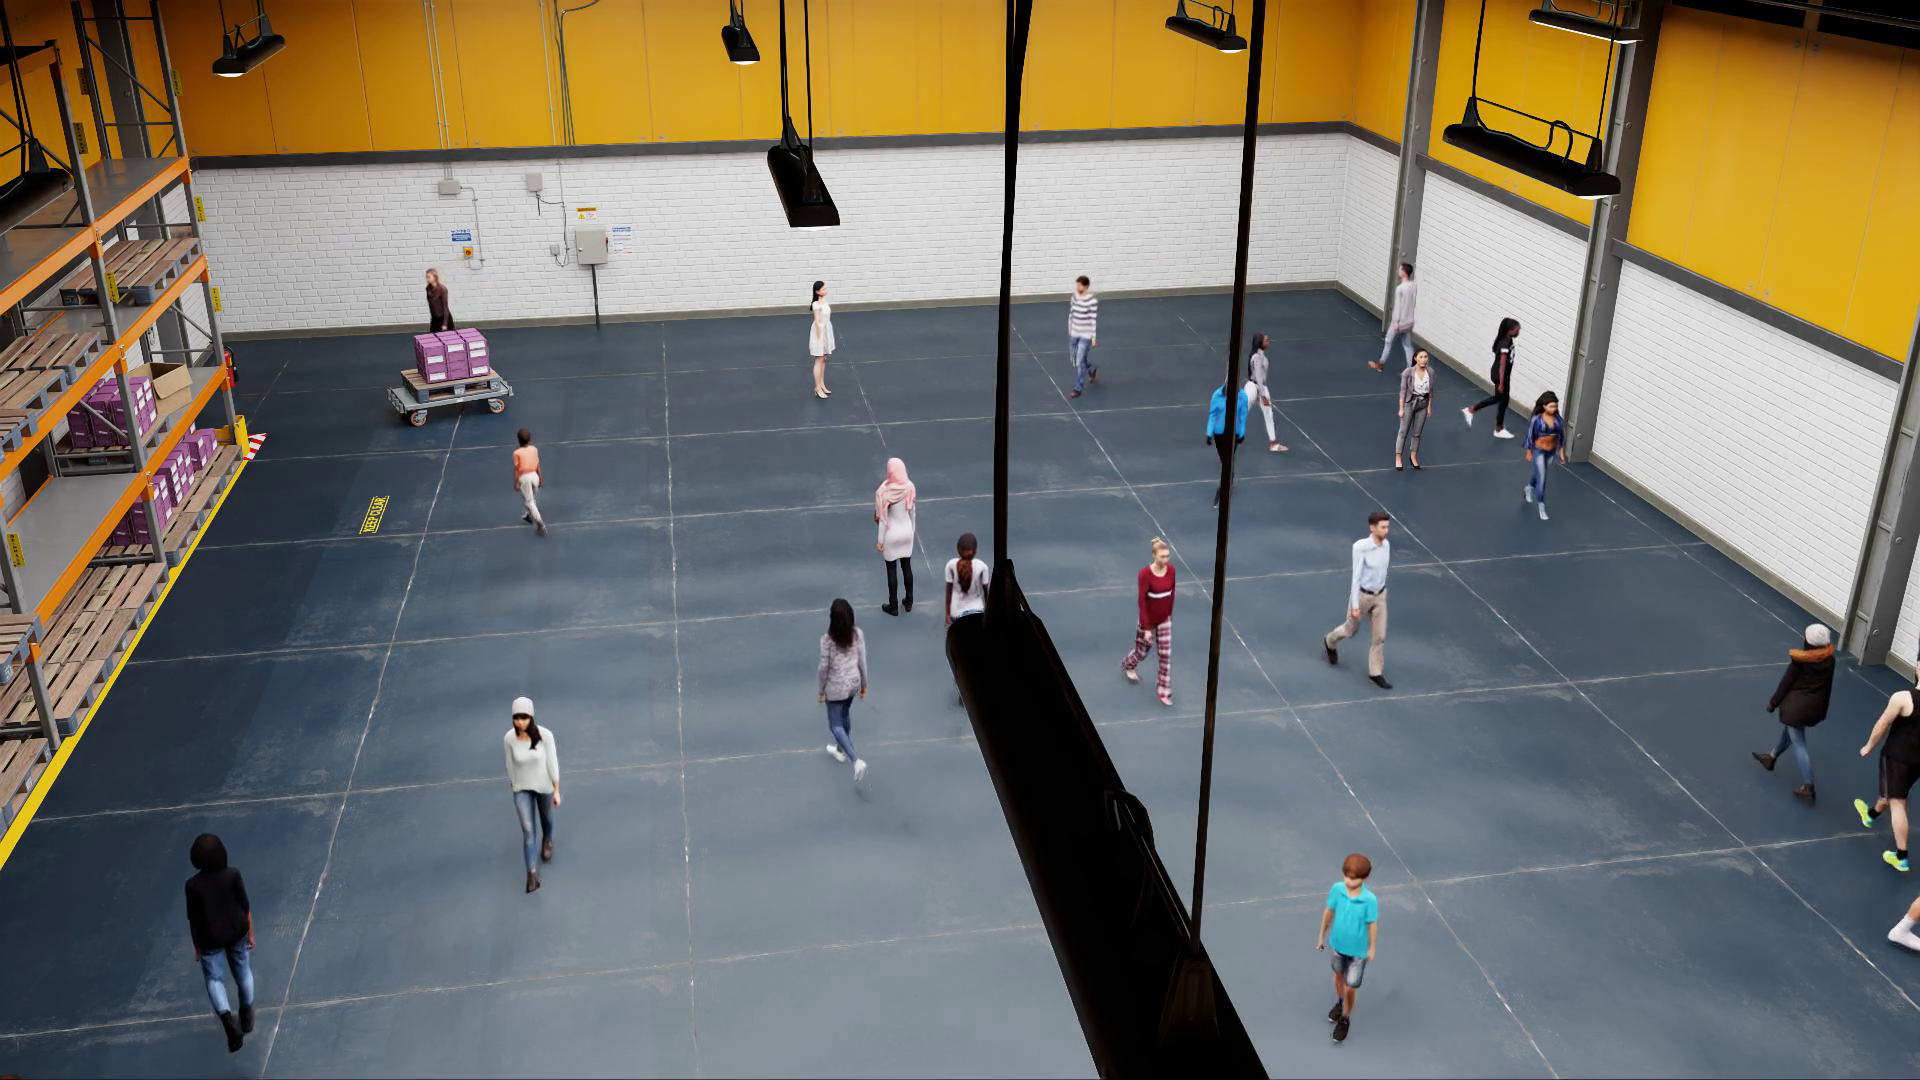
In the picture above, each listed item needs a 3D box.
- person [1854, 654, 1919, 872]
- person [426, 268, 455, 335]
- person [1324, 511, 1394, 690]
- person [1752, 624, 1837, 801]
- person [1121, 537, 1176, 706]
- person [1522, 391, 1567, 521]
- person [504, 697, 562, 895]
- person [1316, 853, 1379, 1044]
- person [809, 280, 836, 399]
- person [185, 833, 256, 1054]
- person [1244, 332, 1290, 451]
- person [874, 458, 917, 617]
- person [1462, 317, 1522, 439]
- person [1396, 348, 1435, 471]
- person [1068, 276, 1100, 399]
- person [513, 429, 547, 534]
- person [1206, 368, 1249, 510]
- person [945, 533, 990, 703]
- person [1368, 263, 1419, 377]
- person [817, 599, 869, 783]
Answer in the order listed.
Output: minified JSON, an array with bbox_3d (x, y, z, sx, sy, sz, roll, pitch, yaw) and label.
[{"bbox_3d":[7.838,1.855,13.734,0.788,1.837,1.237,-1,24,-1],"label":"person"},{"bbox_3d":[-8.048,-3.445,26.059,0.900,1.676,1.000,11,26,23],"label":"person"},{"bbox_3d":[4.040,0.557,16.724,0.851,1.821,1.231,-11,26,-24],"label":"person"},{"bbox_3d":[7.511,1.541,14.754,0.706,1.596,1.082,-7,25,-15],"label":"person"},{"bbox_3d":[1.875,0.770,16.428,0.772,1.668,1.078,-10,25,-21],"label":"person"},{"bbox_3d":[7.268,-1.093,20.796,0.641,1.582,1.049,-3,24,-7],"label":"person"},{"bbox_3d":[-3.481,2.009,13.684,0.562,1.595,1.067,-4,24,-9],"label":"person"},{"bbox_3d":[2.833,2.853,11.953,0.731,1.435,0.783,18,30,36],"label":"person"},{"bbox_3d":[-2.082,-3.026,24.978,0.805,1.774,0.699,5,24,11],"label":"person"},{"bbox_3d":[-5.149,2.841,11.663,0.760,1.690,0.973,-14,27,-28],"label":"person"},{"bbox_3d":[3.946,-1.993,22.740,1.108,1.675,1.214,9,25,20],"label":"person"},{"bbox_3d":[-0.682,-0.041,18.114,0.708,1.804,0.706,-13,27,-27],"label":"person"},{"bbox_3d":[7.505,-2.286,23.349,1.030,1.724,1.051,9,25,19],"label":"person"},{"bbox_3d":[6.065,-1.759,22.200,0.604,1.678,0.570,-4,24,-8],"label":"person"},{"bbox_3d":[1.896,-3.090,25.055,1.092,1.830,1.076,21,31,40],"label":"person"},{"bbox_3d":[-5.242,-0.717,20.289,0.787,1.300,0.959,-19,30,-37],"label":"person"},{"bbox_3d":[3.402,-1.353,21.174,1.029,1.756,1.265,8,25,18],"label":"person"},{"bbox_3d":[0.062,0.789,16.379,0.824,1.673,1.177,3,24,6],"label":"person"},{"bbox_3d":[6.902,-3.340,25.662,0.995,1.802,1.166,-15,28,-31],"label":"person"},{"bbox_3d":[-1.036,1.369,15.006,0.897,1.710,1.154,-14,27,-29],"label":"person"}]
